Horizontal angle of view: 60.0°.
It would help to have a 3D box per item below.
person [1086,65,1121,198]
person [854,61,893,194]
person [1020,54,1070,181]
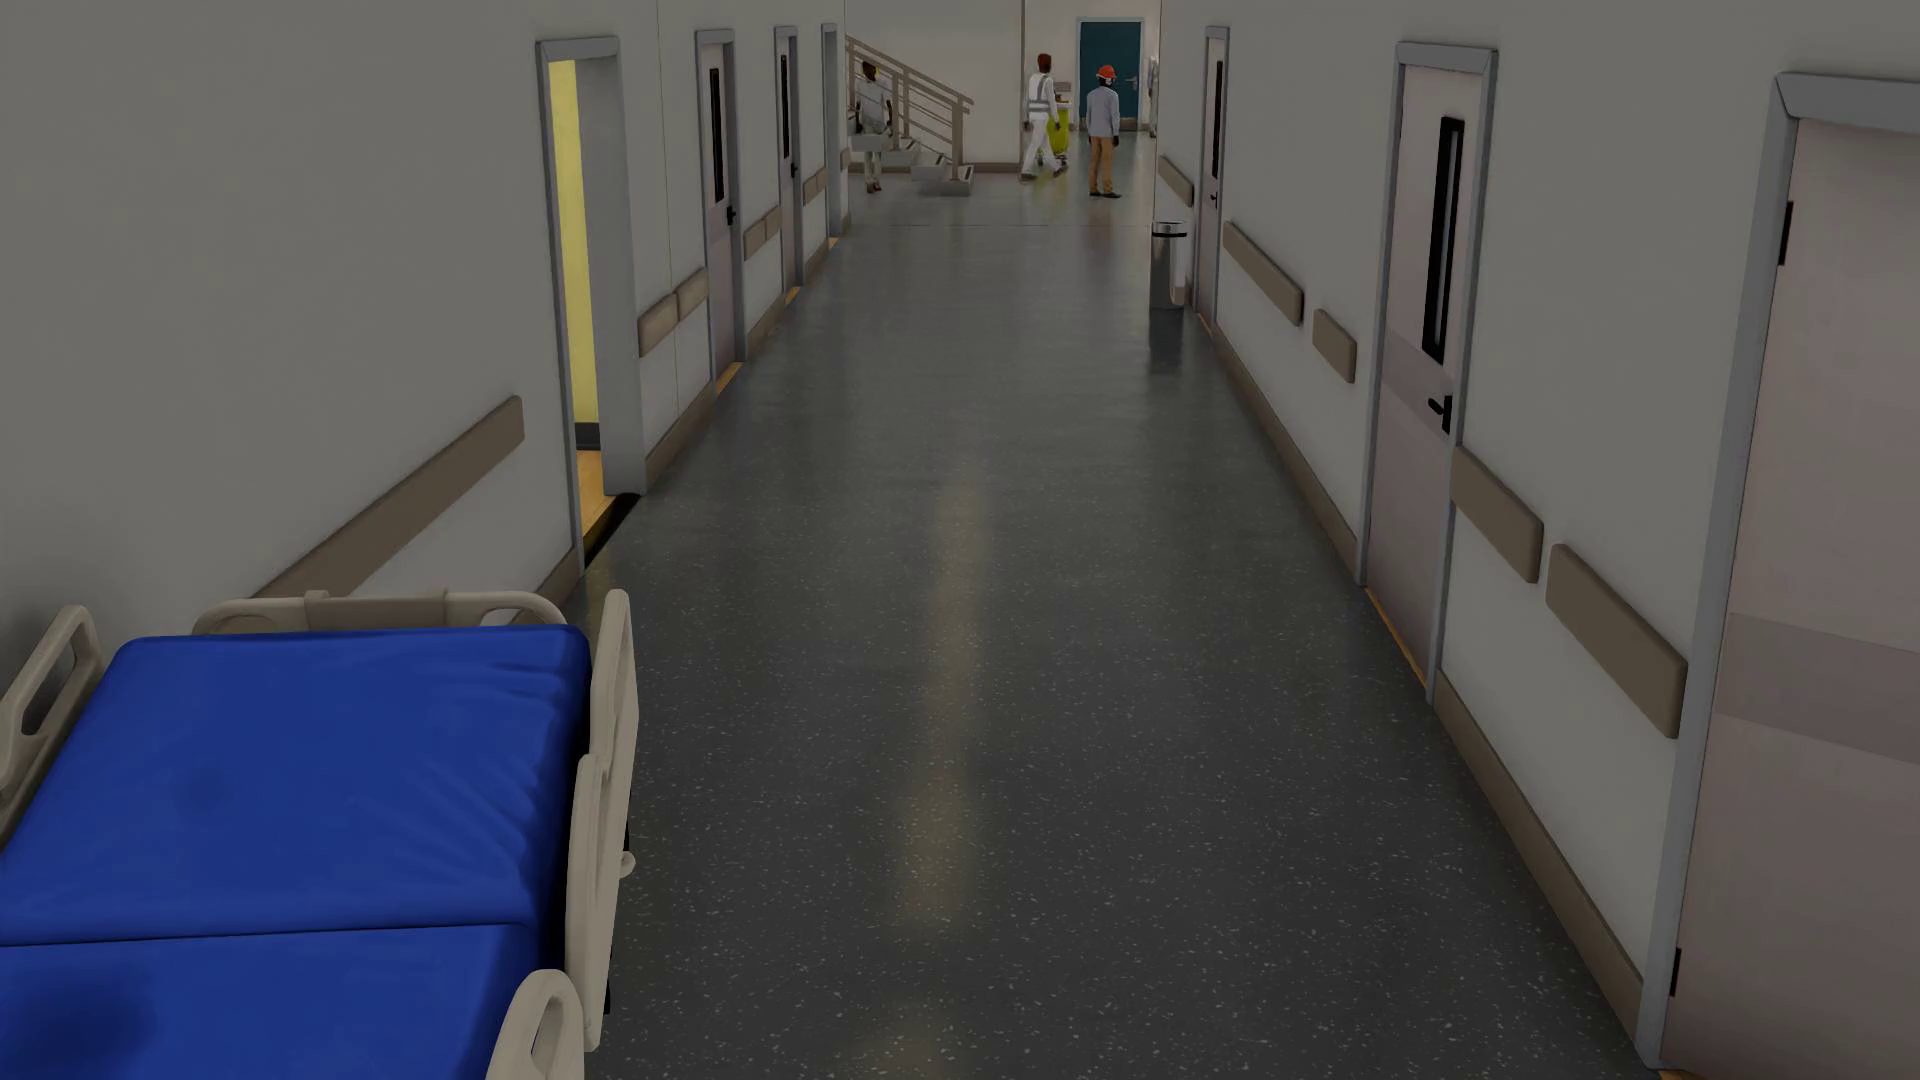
[{"bbox_3d":[1.952,-5.511,22.477,0.336,1.753,0.564,-14,22,-37],"label":"person"},{"bbox_3d":[-1.186,-5.724,23.057,0.536,1.814,0.979,-1,18,-4],"label":"person"},{"bbox_3d":[1.280,-6.308,24.850,0.972,1.828,0.614,-10,20,-28],"label":"person"}]
